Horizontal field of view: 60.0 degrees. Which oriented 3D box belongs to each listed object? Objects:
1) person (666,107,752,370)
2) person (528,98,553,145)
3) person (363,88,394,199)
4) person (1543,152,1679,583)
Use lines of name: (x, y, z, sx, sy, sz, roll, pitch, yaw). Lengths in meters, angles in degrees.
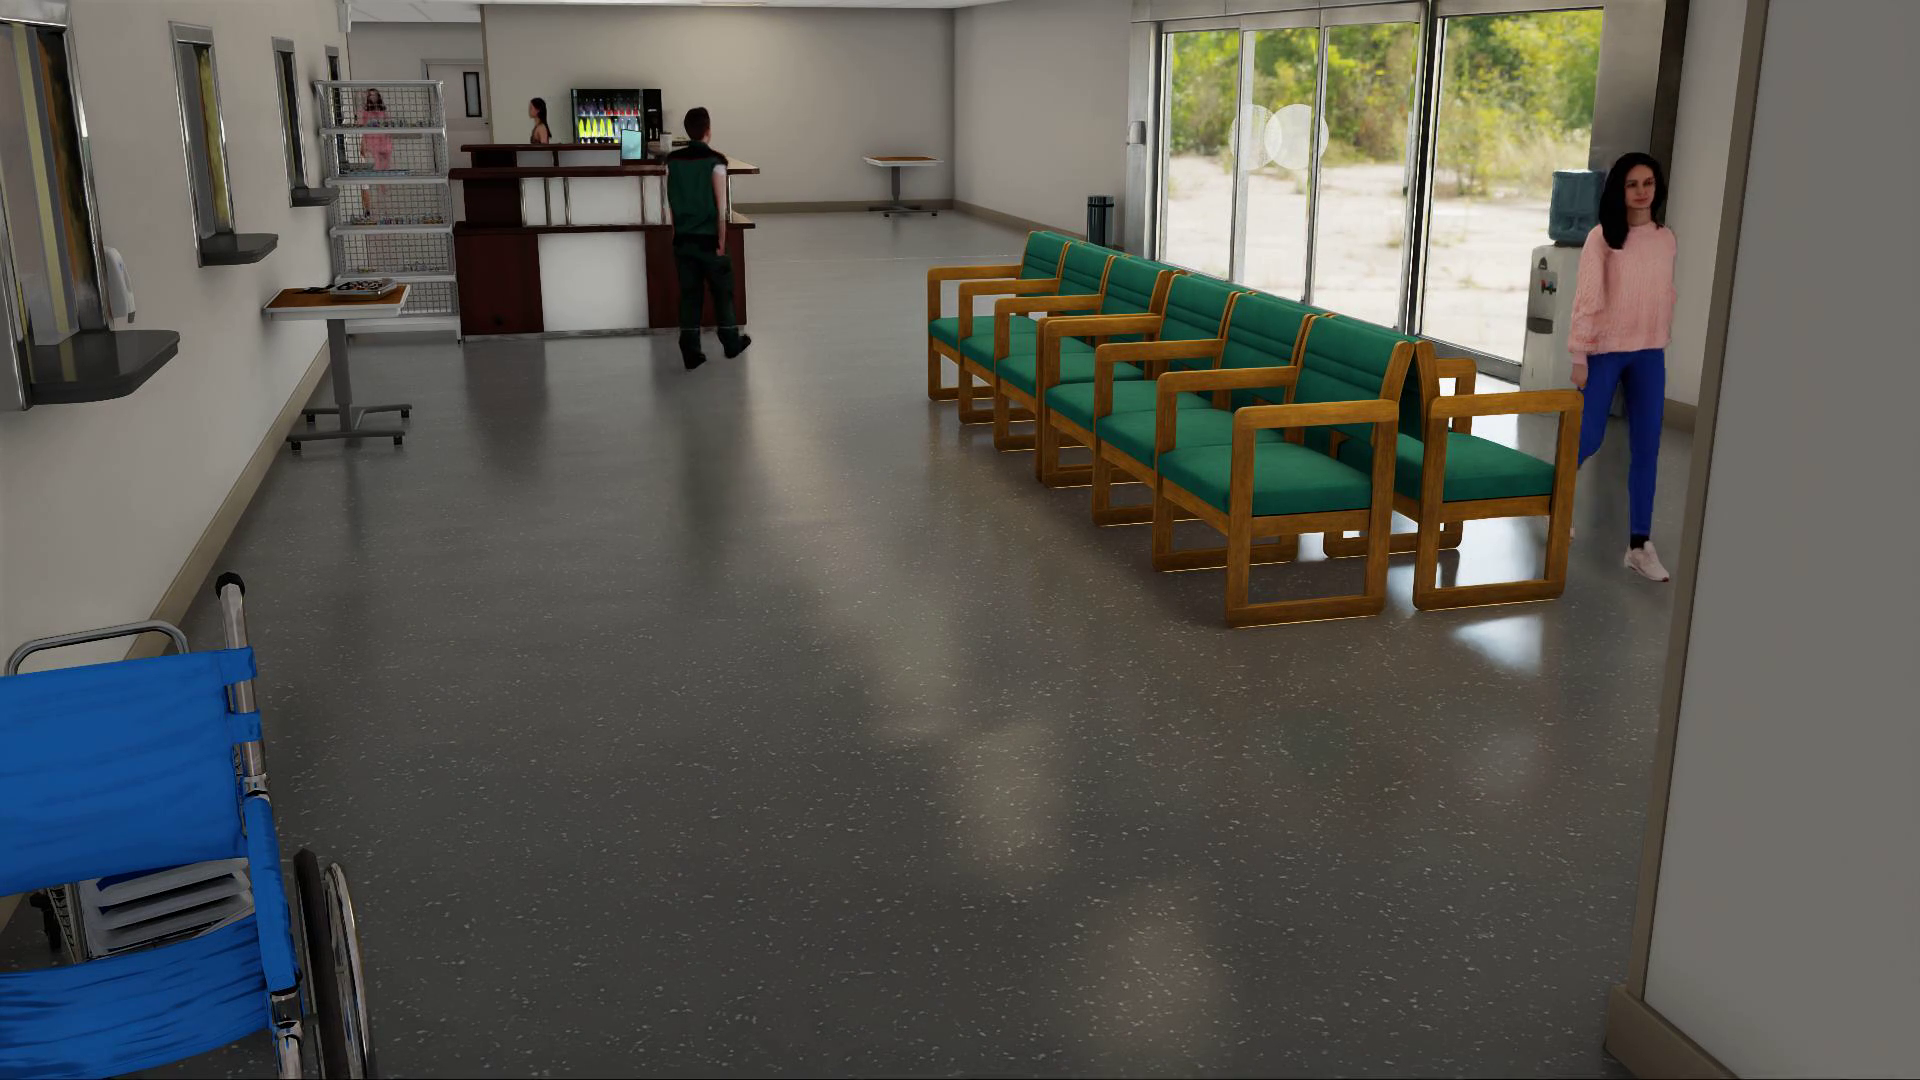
person: (-1.879, -2.110, 11.787, 1.057, 1.809, 1.039, 5, 16, 16)
person: (-4.900, -4.362, 19.912, 1.143, 1.735, 0.611, -4, 16, -14)
person: (-9.809, -6.690, 28.073, 0.693, 1.787, 0.779, -9, 18, -29)
person: (2.761, -0.753, 7.131, 1.069, 1.724, 0.795, -3, 16, -11)
